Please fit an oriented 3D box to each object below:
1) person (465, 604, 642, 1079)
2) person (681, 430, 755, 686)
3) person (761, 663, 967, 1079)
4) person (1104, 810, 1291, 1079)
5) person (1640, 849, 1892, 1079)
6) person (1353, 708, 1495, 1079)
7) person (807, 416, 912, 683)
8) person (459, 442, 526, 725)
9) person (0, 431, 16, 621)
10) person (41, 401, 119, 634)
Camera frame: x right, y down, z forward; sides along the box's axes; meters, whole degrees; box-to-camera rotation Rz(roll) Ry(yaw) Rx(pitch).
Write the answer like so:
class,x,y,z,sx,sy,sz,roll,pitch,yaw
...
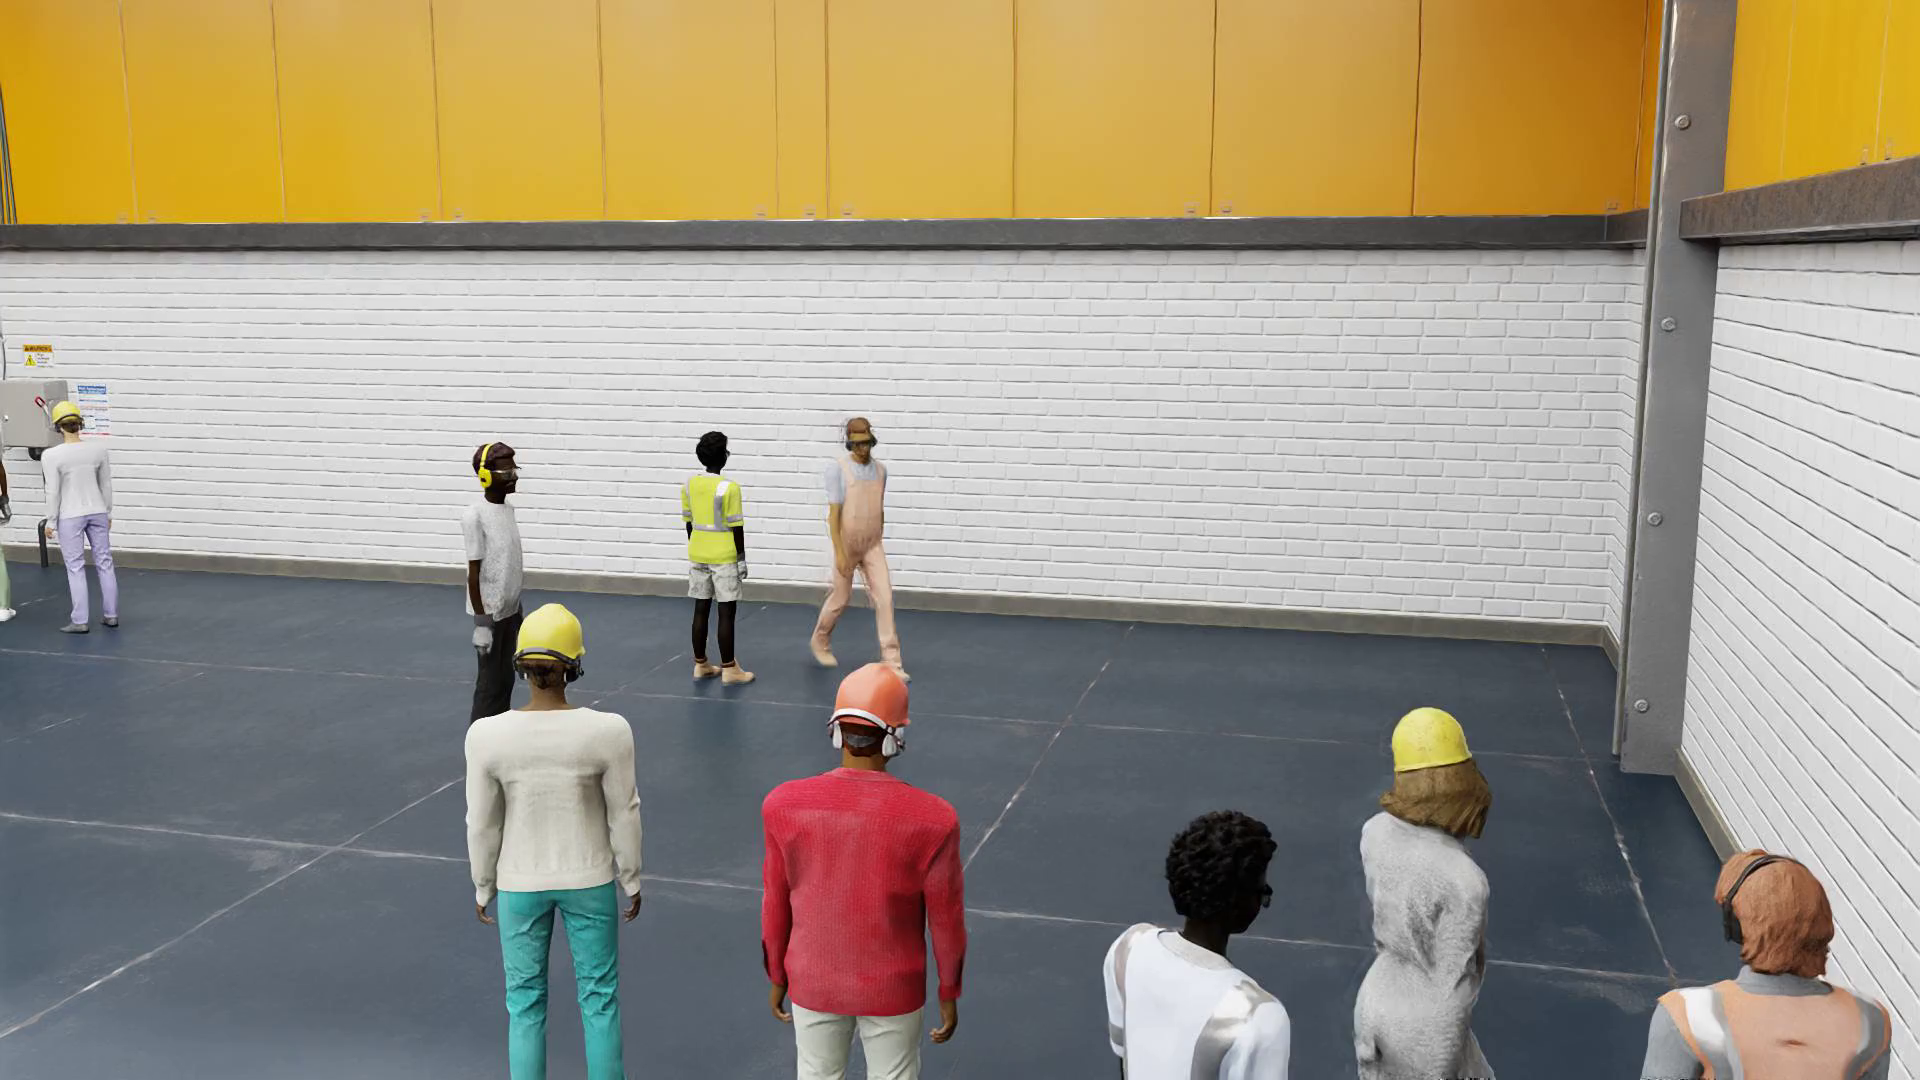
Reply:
class,x,y,z,sx,sy,sz,roll,pitch,yaw
person,-1.269,1.075,5.251,0.533,1.767,0.326,-1,10,-8
person,-1.618,0.121,11.061,0.535,1.700,0.318,7,12,36
person,-0.264,1.197,4.613,0.577,1.738,0.352,1,10,8
person,0.505,1.401,3.572,0.320,1.688,0.539,-6,11,-33
person,1.642,1.449,3.457,0.527,1.627,0.313,-1,10,-4
person,1.237,1.270,4.320,0.716,1.695,0.504,-4,10,-23
person,-0.729,0.043,11.272,0.503,1.799,0.924,-7,12,-34
person,-2.450,0.408,8.866,0.327,1.874,0.518,2,10,9
person,-7.658,-0.274,12.909,0.509,1.865,0.329,-6,11,-32
person,-6.675,-0.169,12.601,0.327,1.760,0.522,6,11,31
